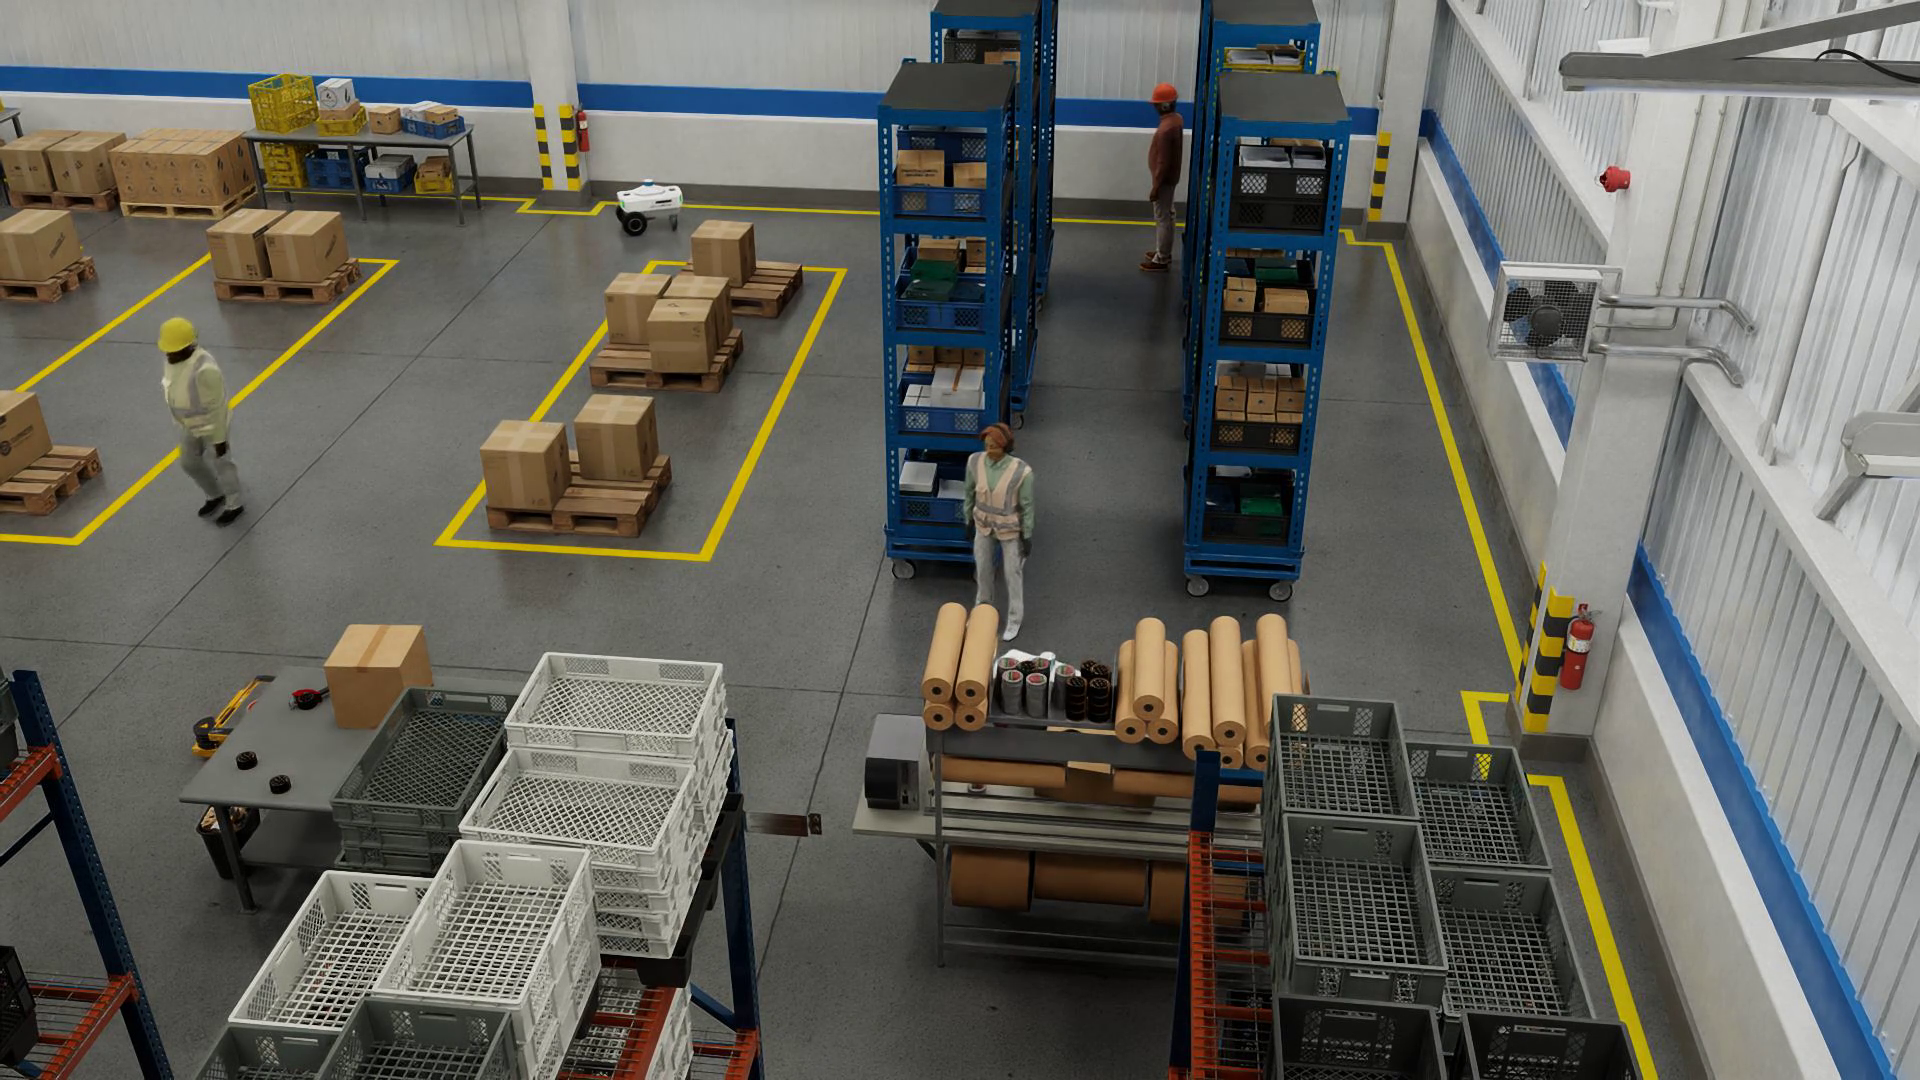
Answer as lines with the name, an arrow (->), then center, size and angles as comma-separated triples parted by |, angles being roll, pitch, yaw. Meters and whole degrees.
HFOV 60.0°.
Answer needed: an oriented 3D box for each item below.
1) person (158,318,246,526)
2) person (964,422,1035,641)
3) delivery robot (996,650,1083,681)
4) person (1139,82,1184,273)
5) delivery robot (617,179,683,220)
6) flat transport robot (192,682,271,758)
person -> -5.779, -0.885, 12.668 | 0.612, 1.794, 0.469 | 16, 34, 26
person -> 0.271, -0.072, 11.420 | 0.523, 1.637, 0.312 | 15, 33, 24
delivery robot -> 0.557, 0.944, 10.654 | 0.707, 0.478, 0.477 | 17, 34, 27
person -> 2.138, -3.815, 17.500 | 0.380, 1.993, 0.610 | 10, 32, 16
delivery robot -> -3.519, -3.857, 18.901 | 0.707, 0.478, 0.477 | -10, 32, -17
flat transport robot -> -4.089, 1.163, 10.648 | 1.431, 0.197, 0.652 | 3, 30, 6
